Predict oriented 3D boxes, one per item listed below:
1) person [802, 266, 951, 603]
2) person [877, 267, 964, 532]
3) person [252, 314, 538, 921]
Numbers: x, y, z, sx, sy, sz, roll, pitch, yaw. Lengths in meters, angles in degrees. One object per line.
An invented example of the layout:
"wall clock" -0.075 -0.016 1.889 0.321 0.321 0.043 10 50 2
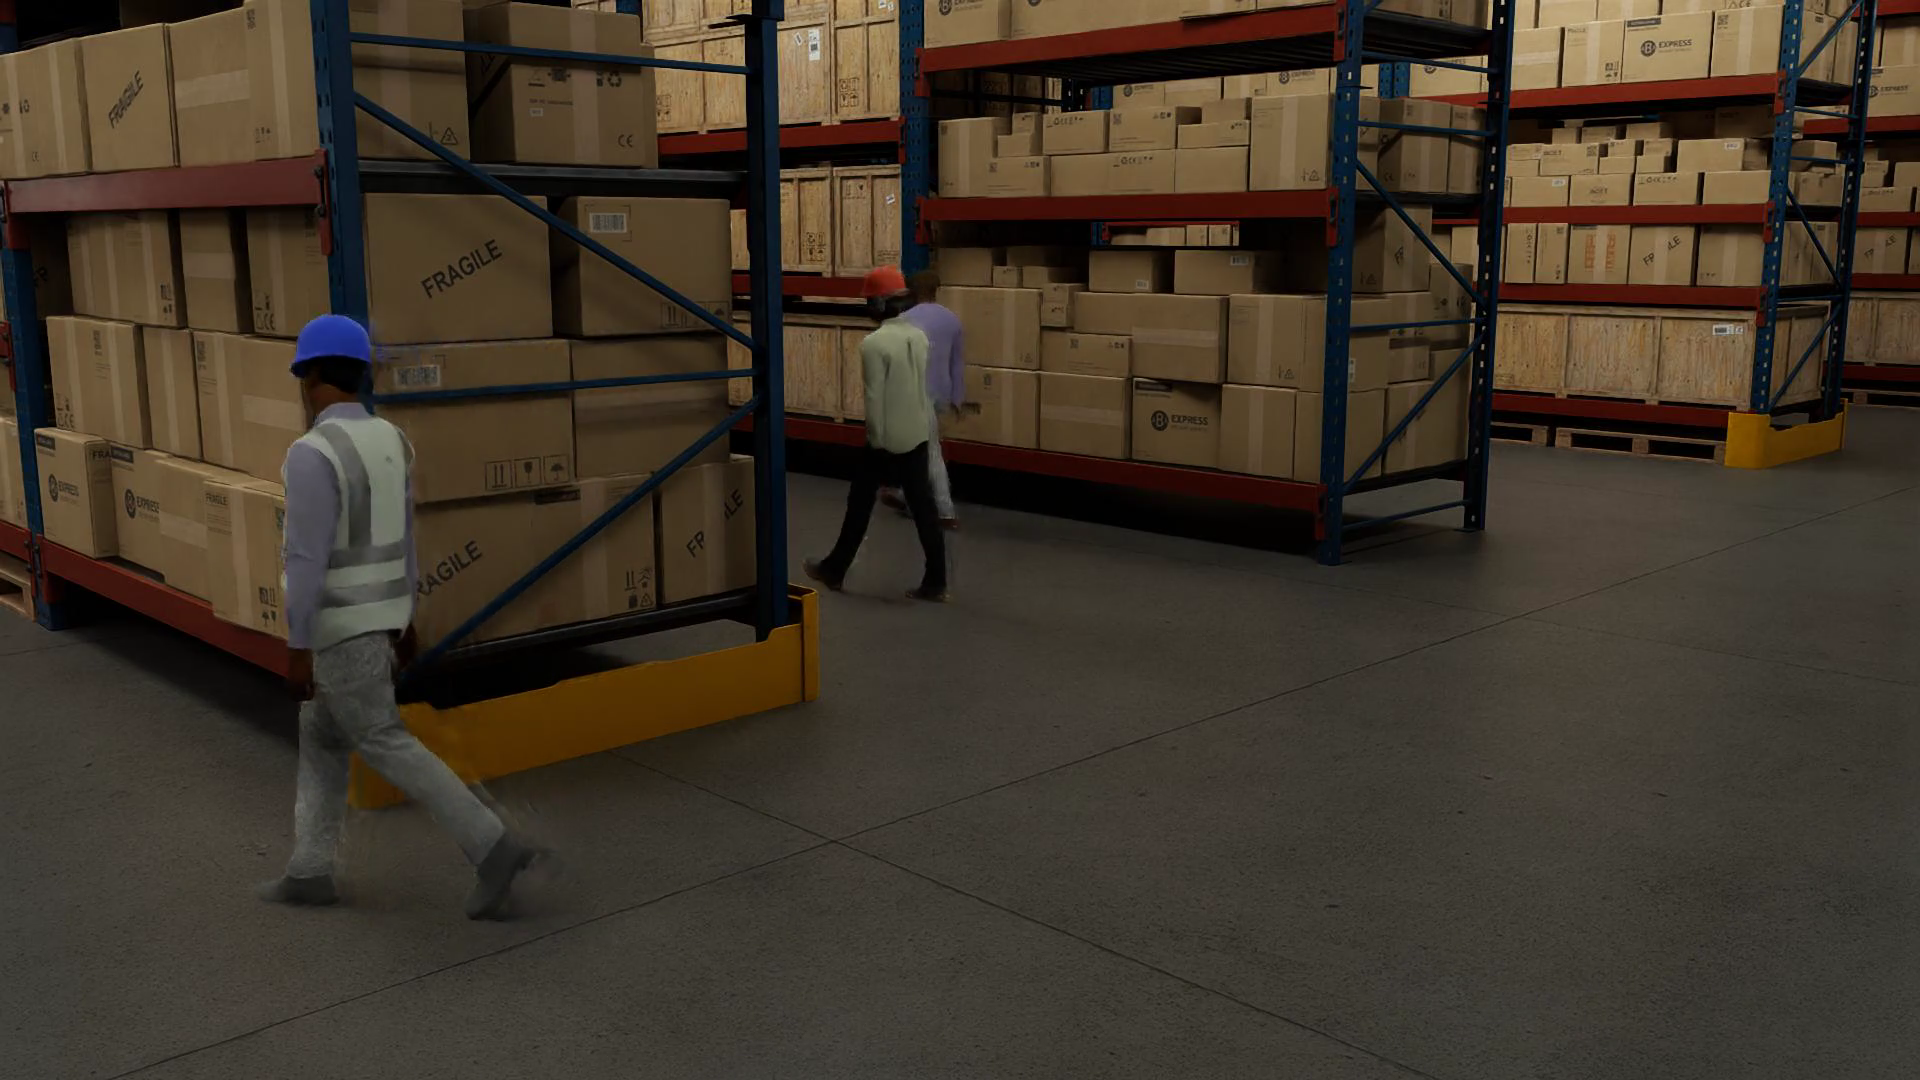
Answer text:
"person" -0.465 -0.617 9.765 1.020 1.941 0.626 8 13 37
"person" -0.339 -1.038 12.217 0.991 1.892 0.636 9 14 42
"person" -1.797 0.255 5.191 0.931 1.908 0.629 1 10 4
